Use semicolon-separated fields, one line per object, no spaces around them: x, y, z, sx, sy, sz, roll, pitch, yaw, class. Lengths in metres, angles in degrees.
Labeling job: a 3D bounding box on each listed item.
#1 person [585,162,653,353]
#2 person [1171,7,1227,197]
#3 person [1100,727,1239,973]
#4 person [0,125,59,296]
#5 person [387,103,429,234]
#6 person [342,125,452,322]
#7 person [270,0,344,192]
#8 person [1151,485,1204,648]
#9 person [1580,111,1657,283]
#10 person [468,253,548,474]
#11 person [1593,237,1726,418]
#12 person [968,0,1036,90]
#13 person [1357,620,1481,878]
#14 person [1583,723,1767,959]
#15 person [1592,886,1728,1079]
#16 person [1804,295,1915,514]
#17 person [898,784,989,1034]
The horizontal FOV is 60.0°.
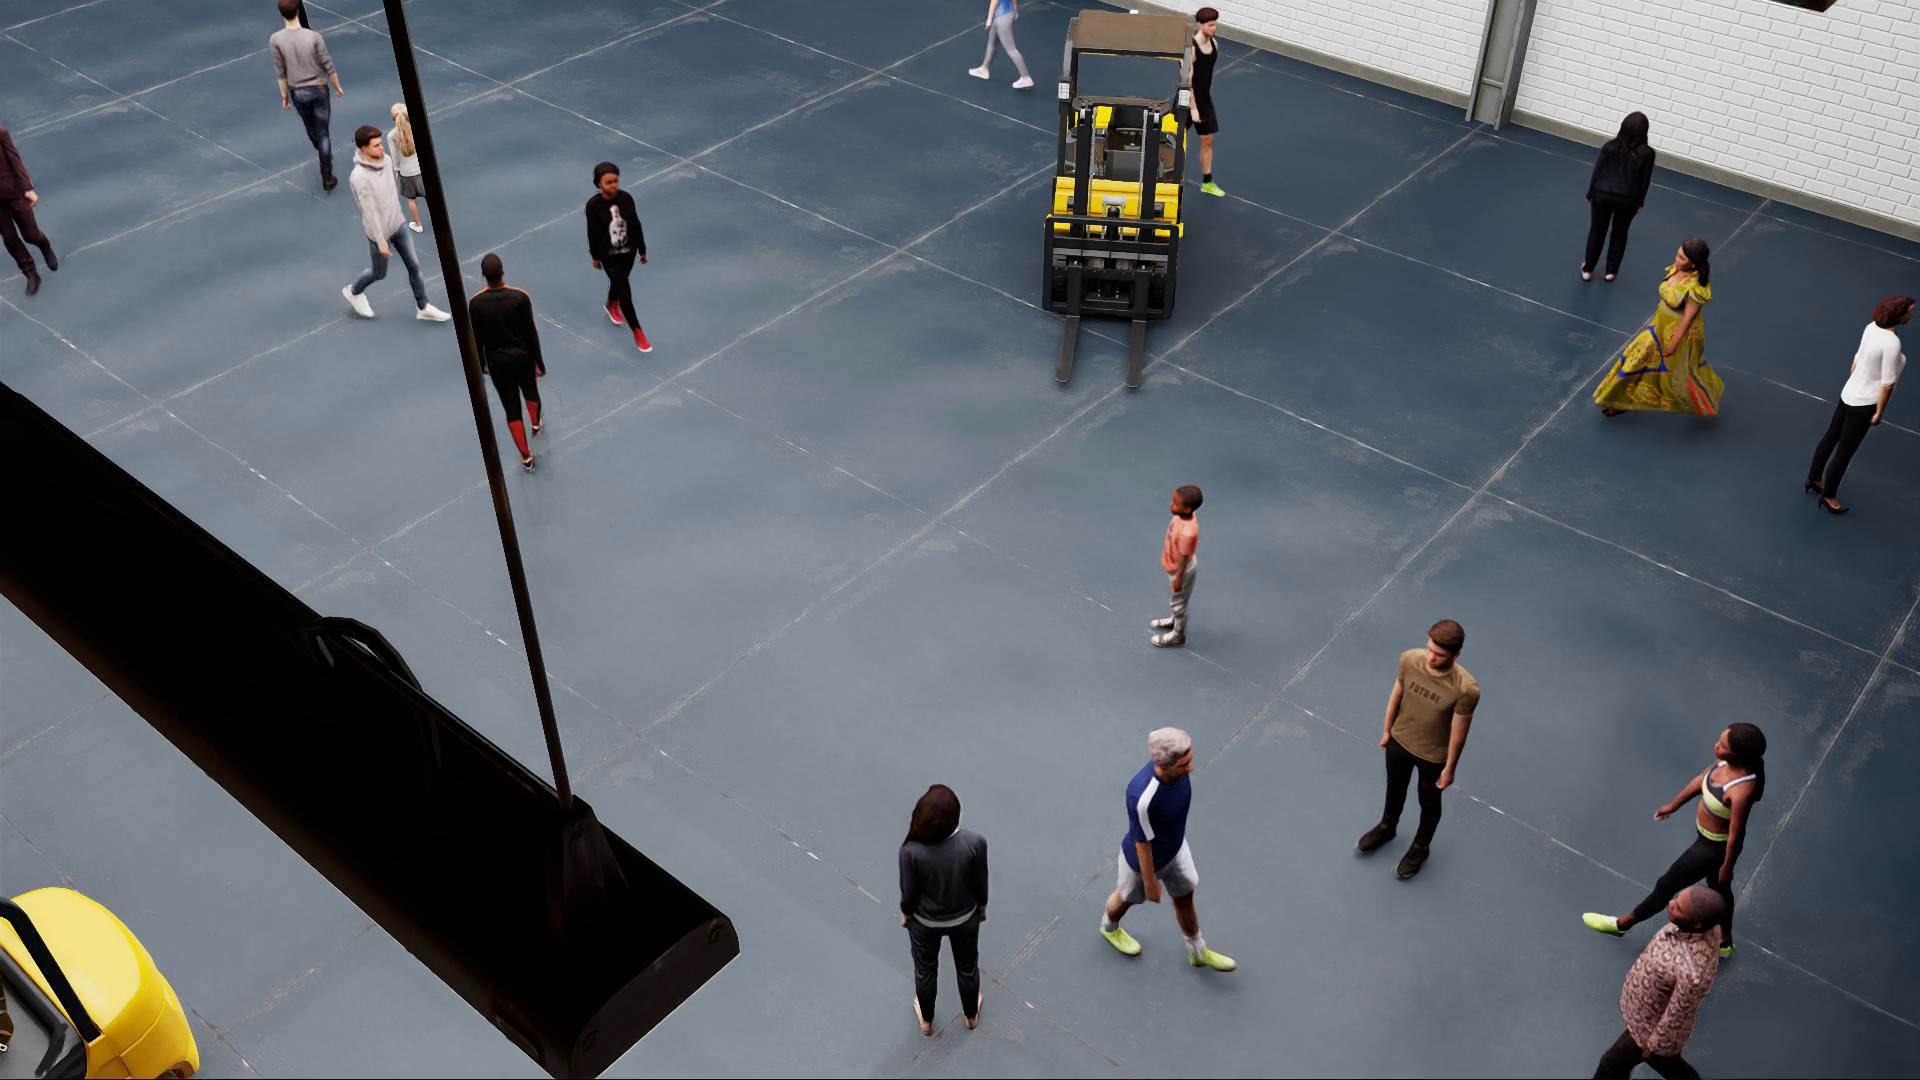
-2.973;-2.483;14.243;0.797;1.635;1.156;-24;44;-27;person
2.224;-4.340;16.396;0.821;1.850;1.211;-27;46;-29;person
0.967;1.626;8.963;1.036;1.803;0.707;24;45;27;person
-8.562;-3.142;14.897;0.947;1.849;1.018;-8;39;-10;person
-5.238;-3.565;15.887;0.562;1.275;0.584;-23;44;-26;person
-5.042;-2.690;14.353;1.282;1.821;0.955;13;40;15;person
-6.419;-4.353;16.406;1.165;1.858;1.280;-7;39;-9;person
1.500;0.165;11.188;0.603;1.310;0.557;3;39;4;person
5.906;-3.073;14.998;0.696;1.615;0.810;11;40;13;person
-3.410;-1.309;12.651;0.977;1.788;1.107;-10;40;-13;person
5.751;-1.636;13.197;1.335;1.616;1.379;-9;39;-11;person
0.549;-5.744;18.378;1.129;1.571;0.801;15;41;18;person
2.653;1.162;9.508;0.728;1.849;0.517;-31;48;-32;person
4.179;1.665;8.988;1.131;1.711;0.835;12;40;15;person
3.485;2.331;8.096;1.125;1.784;0.873;16;41;19;person
6.628;-1.015;12.278;0.717;1.795;0.682;1;39;1;person
-0.080;1.933;8.606;0.680;1.769;0.732;-4;39;-5;person
